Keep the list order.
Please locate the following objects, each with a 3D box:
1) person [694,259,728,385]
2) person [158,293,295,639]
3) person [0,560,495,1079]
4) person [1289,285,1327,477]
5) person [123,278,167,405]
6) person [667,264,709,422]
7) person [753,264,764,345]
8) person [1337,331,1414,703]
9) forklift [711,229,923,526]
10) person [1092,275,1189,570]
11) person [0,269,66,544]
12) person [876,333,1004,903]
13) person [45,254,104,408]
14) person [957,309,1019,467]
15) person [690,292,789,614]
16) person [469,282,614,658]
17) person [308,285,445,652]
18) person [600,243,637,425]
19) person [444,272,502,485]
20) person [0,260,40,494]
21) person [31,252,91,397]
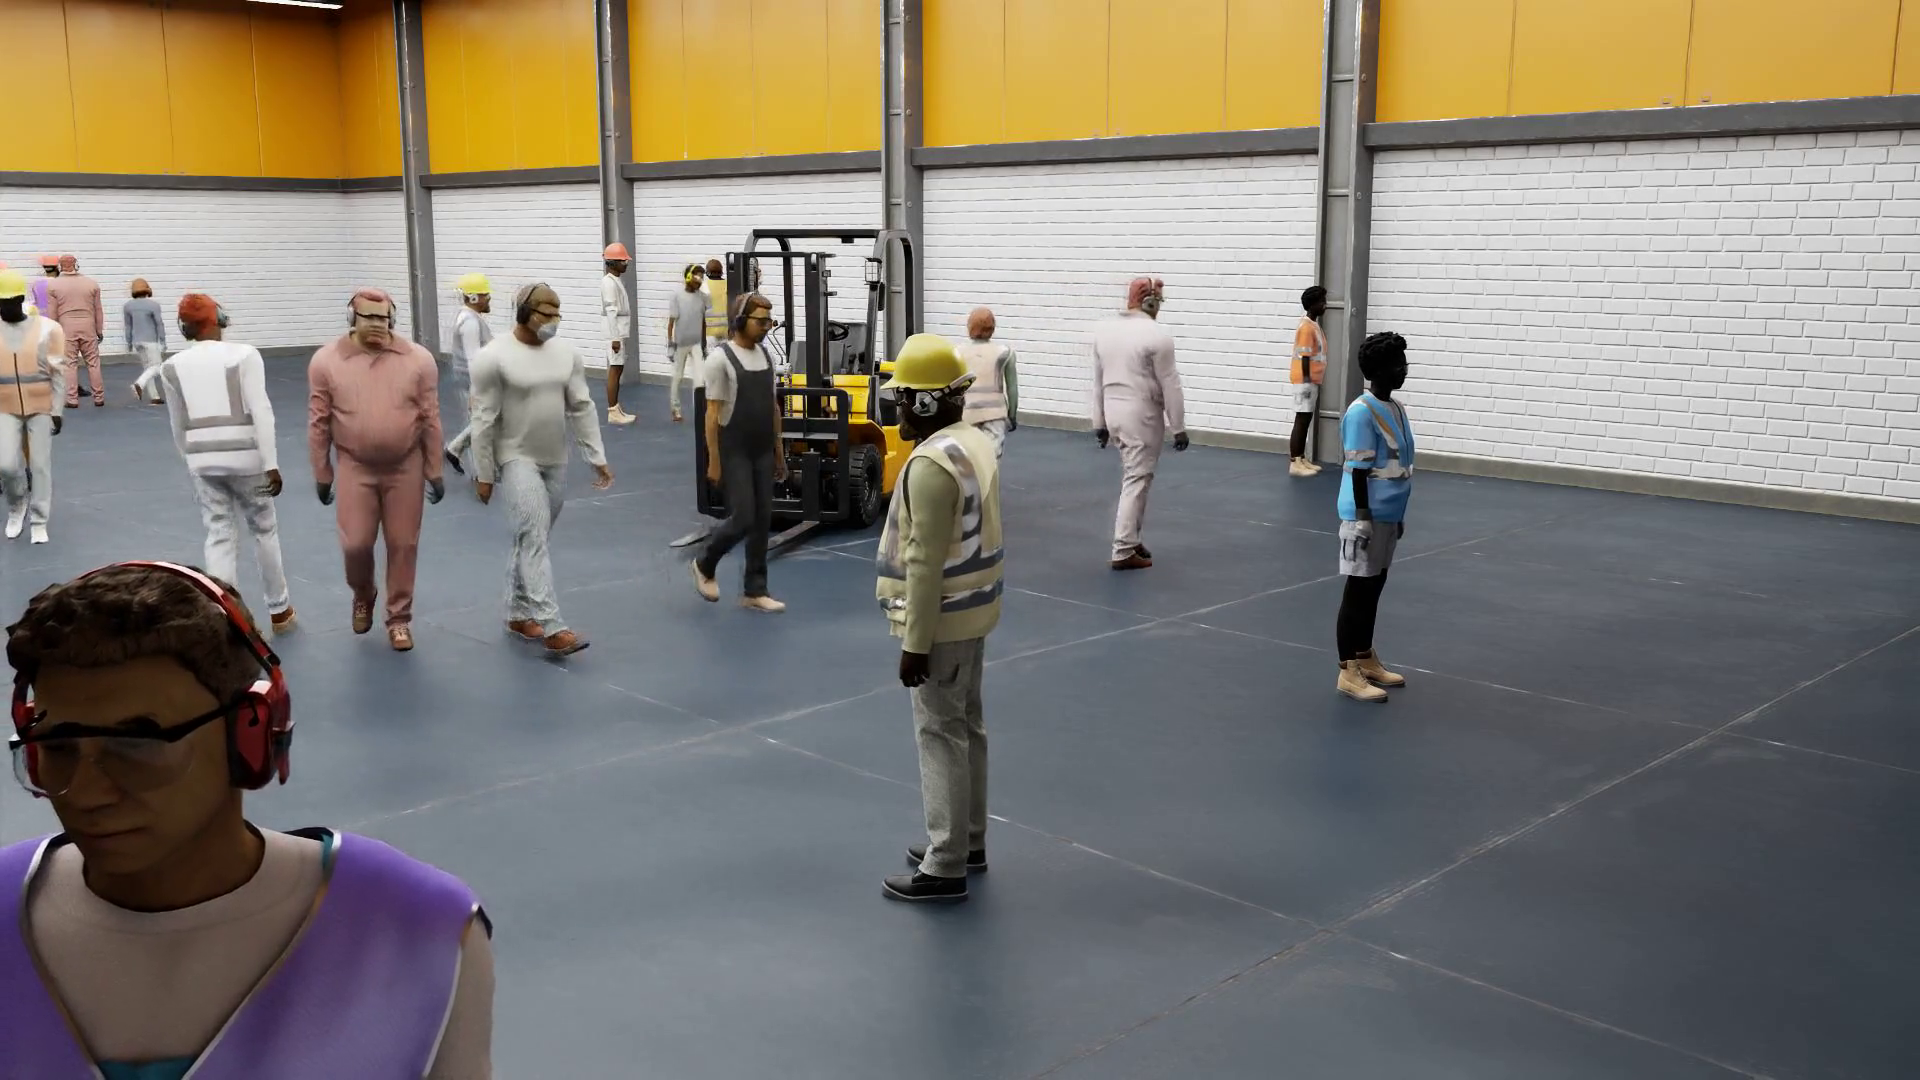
[{"bbox_3d":[-3.022,-2.552,20.608,0.635,1.840,0.429,-7,12,-32],"label":"person"},{"bbox_3d":[-3.826,-0.378,8.771,0.660,1.830,0.806,0,10,1],"label":"person"},{"bbox_3d":[-0.734,0.917,1.673,0.564,1.847,0.396,-1,10,-7],"label":"person"},{"bbox_3d":[3.100,-1.413,14.808,0.319,1.694,0.534,4,11,19],"label":"person"},{"bbox_3d":[-10.196,-2.464,20.749,0.509,1.607,0.594,2,11,12],"label":"person"},{"bbox_3d":[-3.073,-2.199,18.804,0.602,1.800,1.019,-7,13,-35],"label":"person"},{"bbox_3d":[-1.892,-1.551,14.879,0.363,1.939,0.636,-2,11,-10],"label":"person"},{"bbox_3d":[1.923,-0.113,7.704,0.318,1.697,0.533,6,12,31],"label":"person"},{"bbox_3d":[-1.050,-1.319,12.920,1.214,2.155,2.313,2,11,13],"label":"forklift"},{"bbox_3d":[1.193,-0.749,10.667,0.628,1.877,0.647,-7,12,-33],"label":"person"},{"bbox_3d":[-6.462,-0.907,11.470,0.581,1.904,0.440,-4,11,-22],"label":"person"},{"bbox_3d":[-0.068,0.251,5.380,0.403,1.824,0.592,2,11,13],"label":"person"},{"bbox_3d":[-10.972,-2.587,20.638,0.636,1.903,0.405,-8,13,-39],"label":"person"},{"bbox_3d":[0.169,-0.879,12.136,0.514,1.594,0.857,1,10,5],"label":"person"},{"bbox_3d":[-1.249,-0.485,9.388,0.506,1.823,0.506,7,13,34],"label":"person"},{"bbox_3d":[-2.101,-0.356,8.501,0.927,1.888,0.631,7,13,35],"label":"person"},{"bbox_3d":[-3.001,-0.369,8.585,0.645,1.882,0.478,-4,11,-21],"label":"person"},{"bbox_3d":[-3.868,-2.331,18.849,0.373,2.042,0.614,-1,10,-7],"label":"person"},{"bbox_3d":[-4.173,-1.366,14.201,0.508,1.822,0.594,-3,11,-14],"label":"person"},{"bbox_3d":[-7.886,-1.348,13.789,0.545,1.933,0.376,-6,12,-28],"label":"person"},{"bbox_3d":[-11.798,-2.783,21.671,0.558,1.915,0.812,3,11,14],"label":"person"}]
